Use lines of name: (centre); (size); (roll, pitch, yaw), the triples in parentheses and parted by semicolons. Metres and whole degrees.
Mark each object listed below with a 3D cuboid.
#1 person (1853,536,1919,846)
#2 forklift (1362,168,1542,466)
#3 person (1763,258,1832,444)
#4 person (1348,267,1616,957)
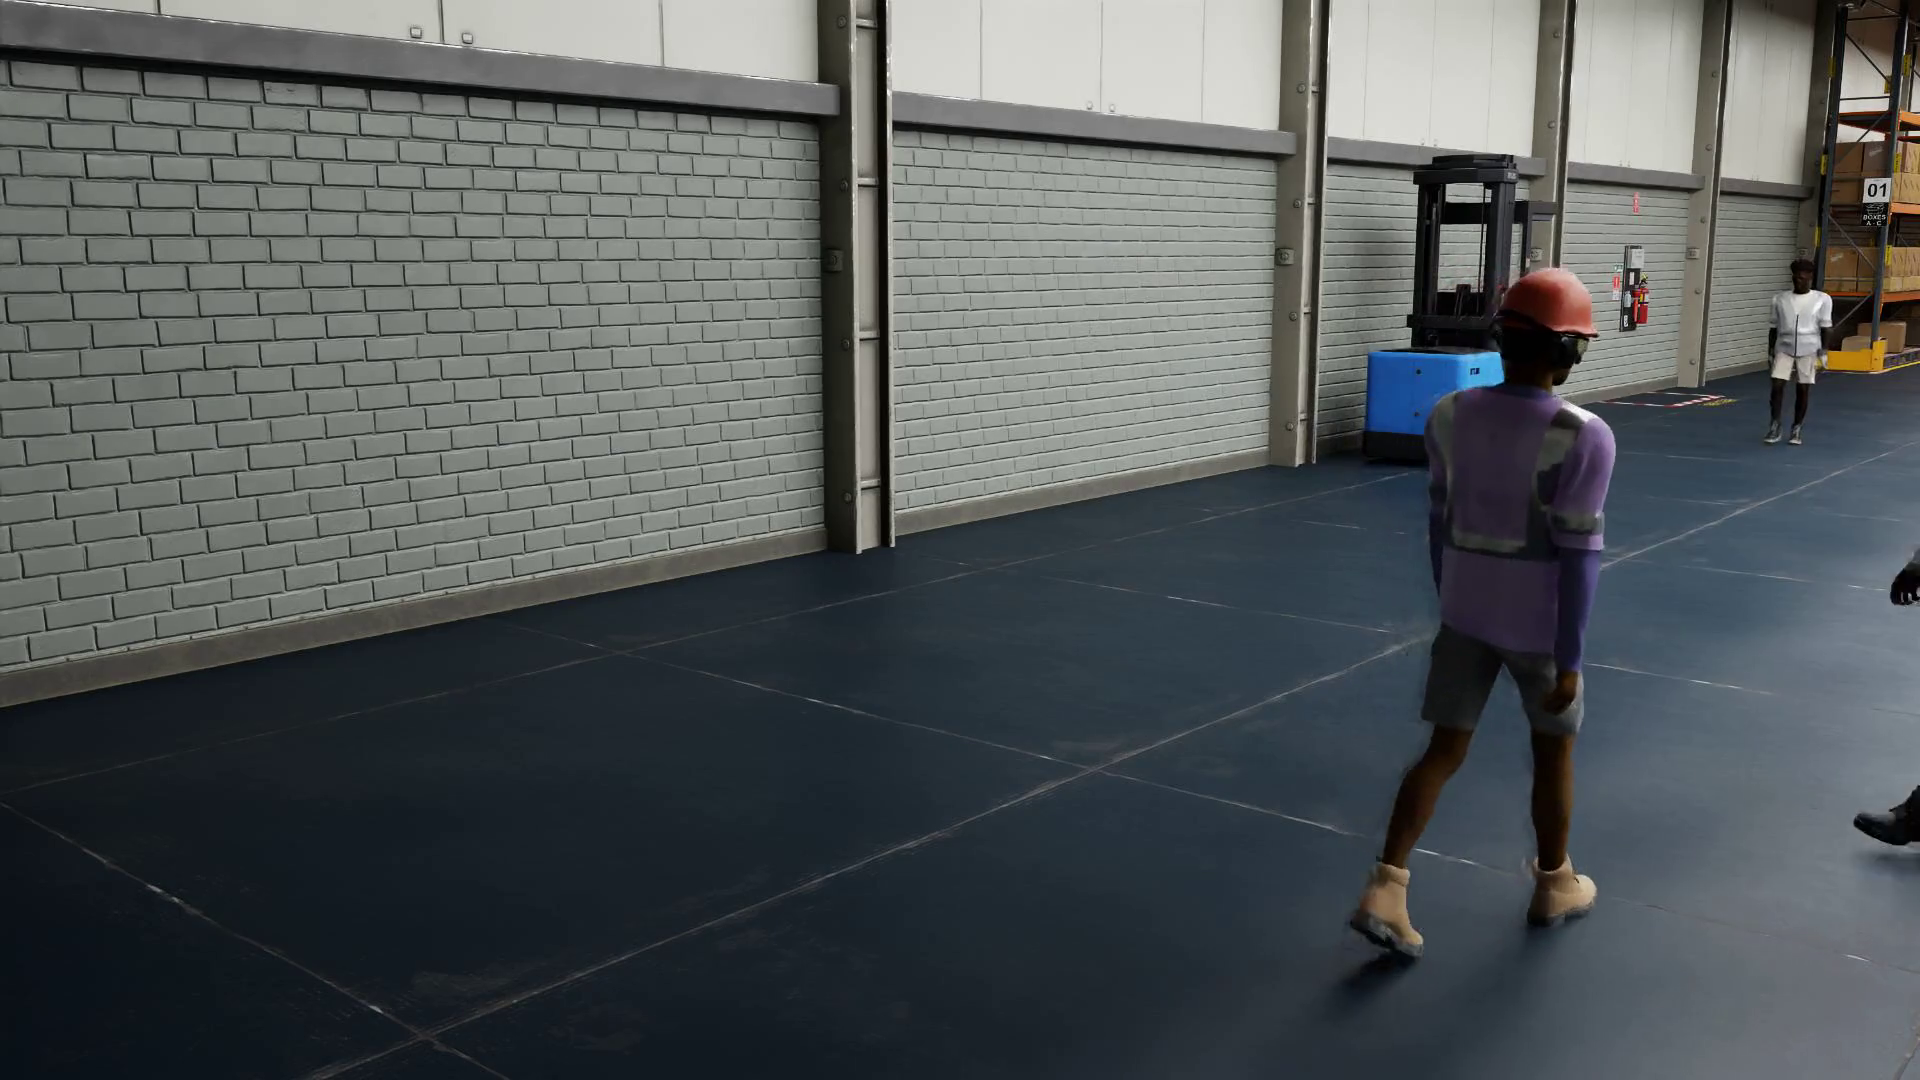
person: (3.462, 0.116, 5.686); (0.853, 1.898, 0.550); (2, 10, 13)
forklift: (4.875, -2.212, 16.287); (1.129, 2.768, 1.873); (8, 13, 40)
person: (8.735, -1.953, 17.359); (0.630, 1.938, 0.780); (6, 12, 32)
person: (1.552, 0.221, 4.821); (1.011, 2.004, 0.634); (-9, 13, -41)
